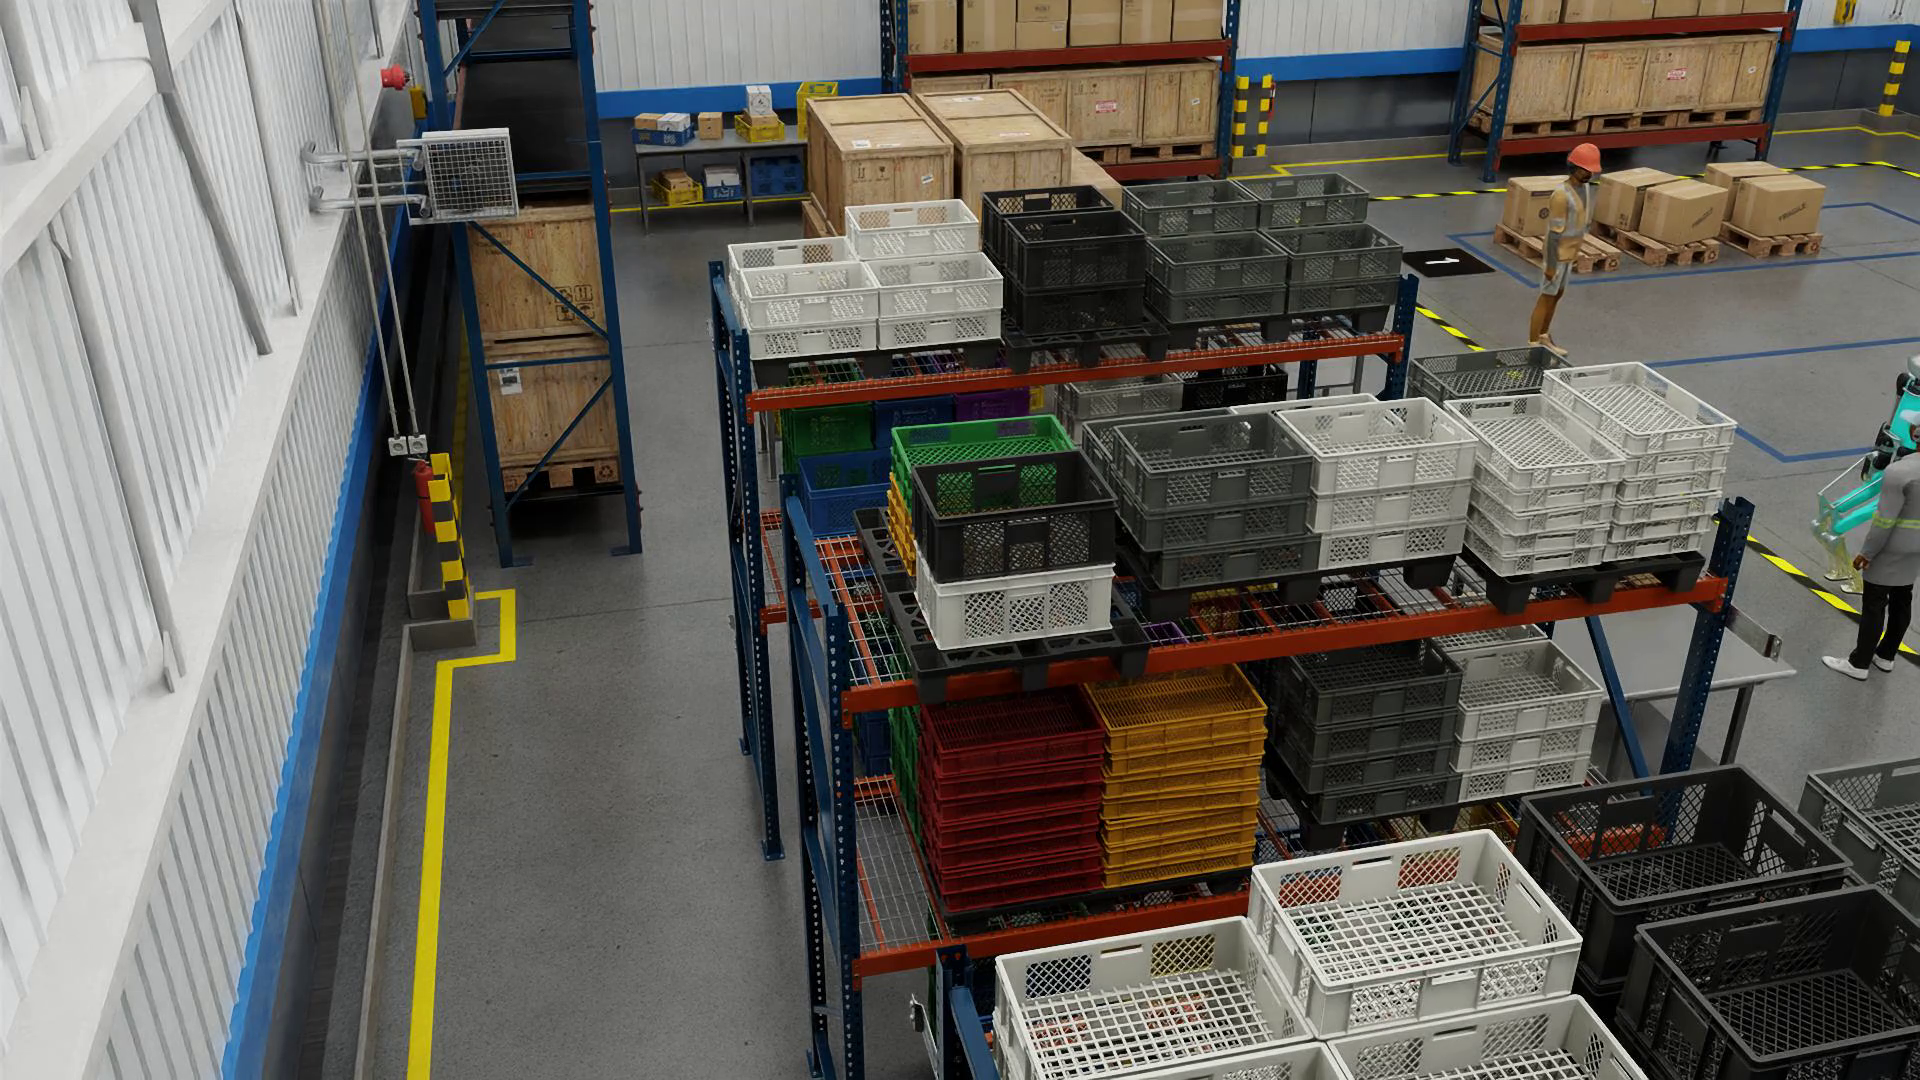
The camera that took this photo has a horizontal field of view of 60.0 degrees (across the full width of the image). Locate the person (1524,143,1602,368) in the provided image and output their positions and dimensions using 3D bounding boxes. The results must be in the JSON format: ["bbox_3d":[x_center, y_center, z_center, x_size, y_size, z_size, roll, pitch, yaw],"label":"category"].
[{"bbox_3d":[5.477,-2.581,15.051,0.400,2.035,0.607,20,34,34],"label":"person"}]

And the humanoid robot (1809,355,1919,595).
[{"bbox_3d":[6.075,-0.430,11.142,0.735,1.677,0.533,-1,28,-2],"label":"humanoid robot"}]

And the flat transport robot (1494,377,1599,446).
[{"bbox_3d":[4.780,-1.036,14.013,0.659,0.231,1.431,-6,28,-12],"label":"flat transport robot"}]

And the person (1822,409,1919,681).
[{"bbox_3d":[5.810,0.014,10.321,0.588,1.852,0.374,-11,30,-20],"label":"person"}]
